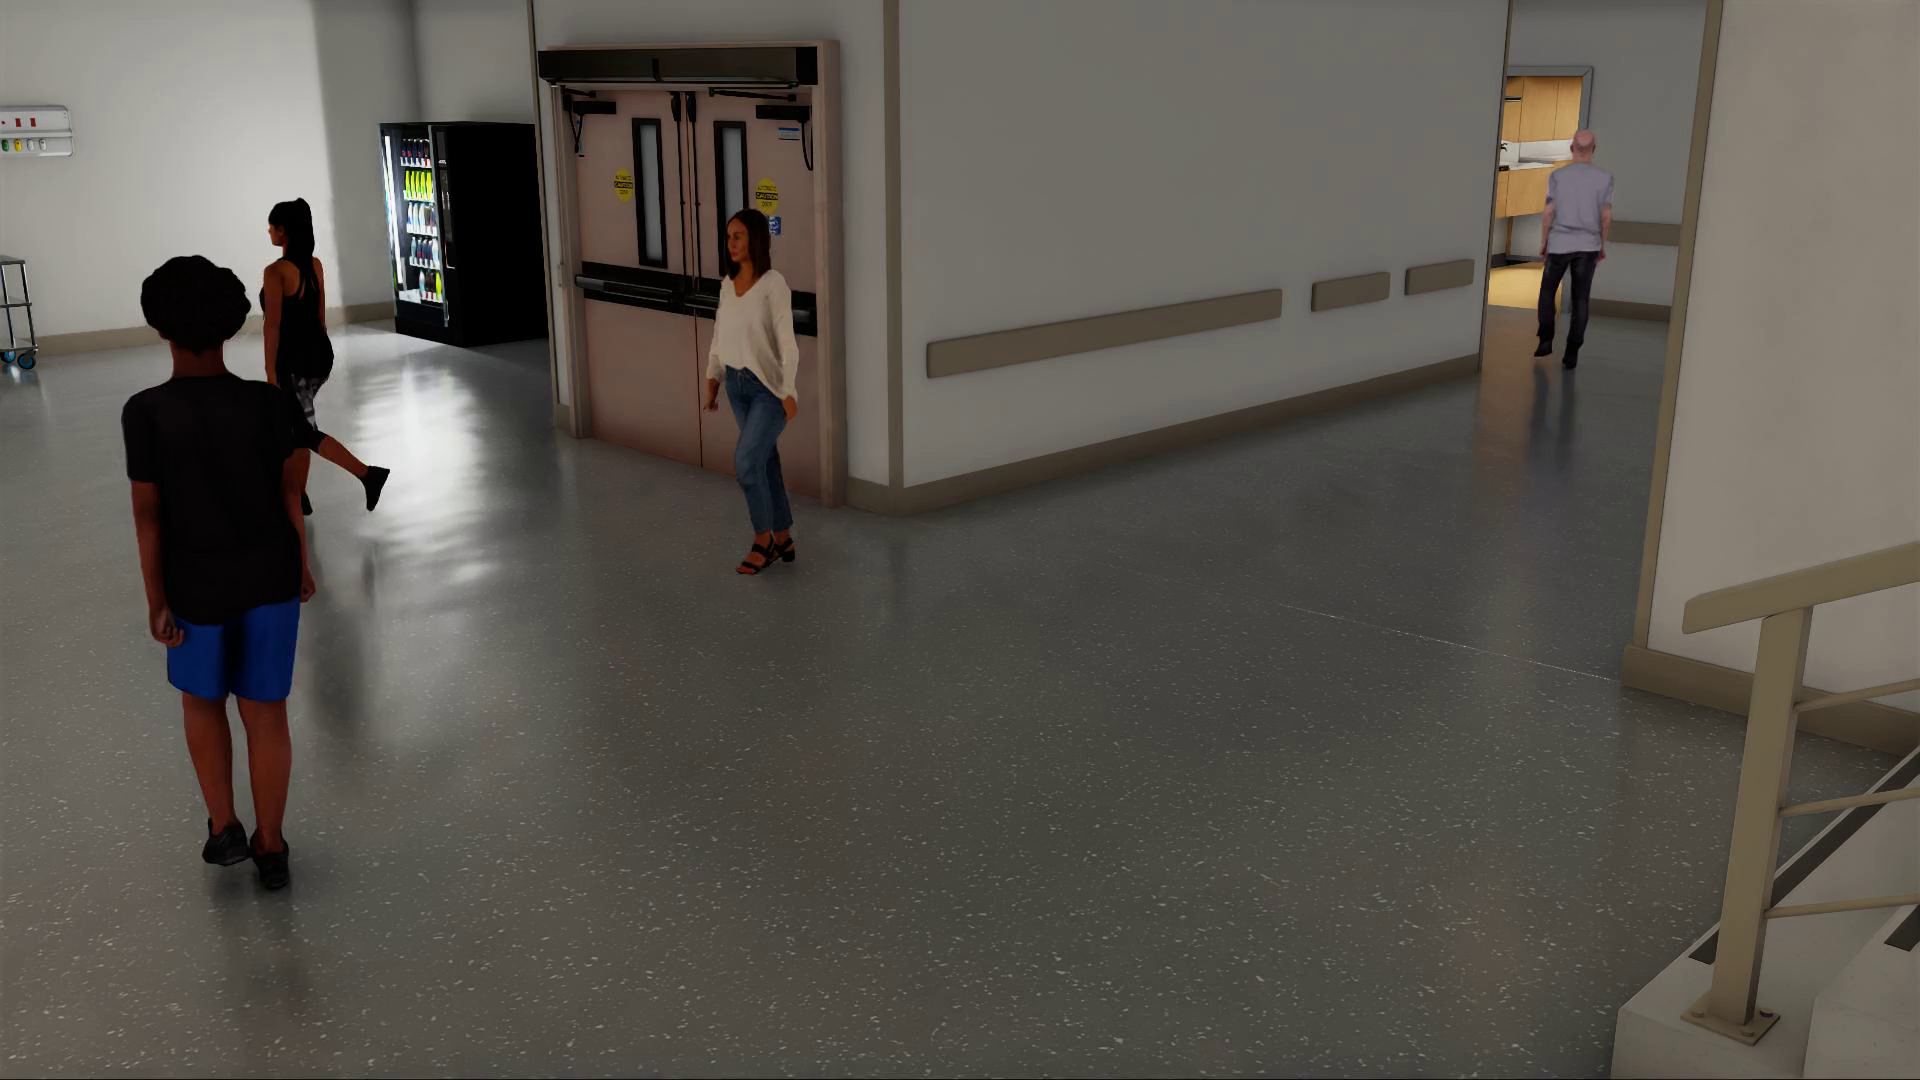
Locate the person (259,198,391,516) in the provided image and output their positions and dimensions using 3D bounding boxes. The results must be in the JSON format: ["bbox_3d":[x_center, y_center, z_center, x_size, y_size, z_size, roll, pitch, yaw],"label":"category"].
[{"bbox_3d":[-3.287,-0.889,8.463,1.073,1.641,0.916,3,16,12],"label":"person"}]

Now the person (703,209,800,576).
[{"bbox_3d":[-0.848,-0.679,7.671,0.707,1.667,0.556,-14,21,-41],"label":"person"}]

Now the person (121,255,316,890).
[{"bbox_3d":[-1.986,0.139,4.556,0.677,1.782,0.680,-8,18,-26],"label":"person"}]

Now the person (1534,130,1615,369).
[{"bbox_3d":[4.782,-2.250,12.969,0.784,1.814,0.869,4,16,15],"label":"person"}]
